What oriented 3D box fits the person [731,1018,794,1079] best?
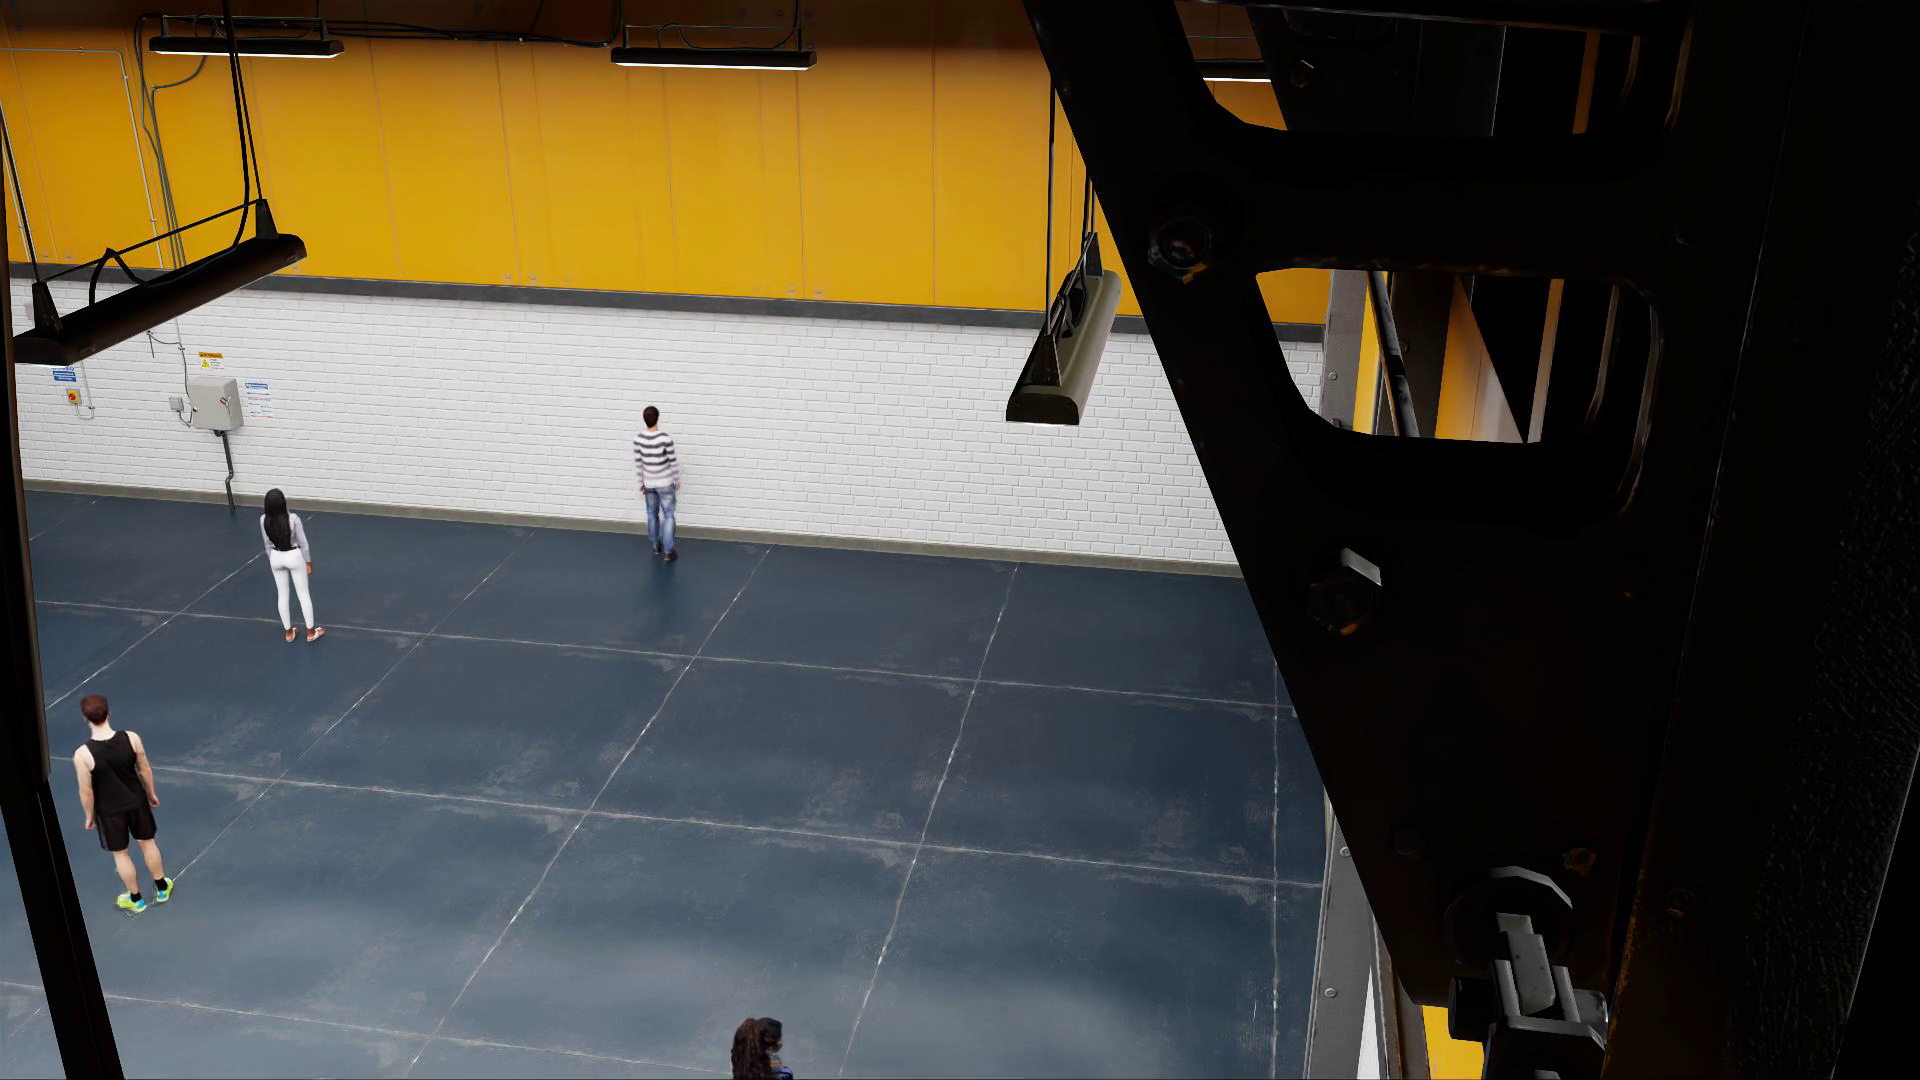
[{"bbox_3d":[-1.158,3.556,10.065,0.746,1.621,0.705,-19,30,-37],"label":"person"}]

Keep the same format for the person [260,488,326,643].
[{"bbox_3d":[-7.061,0.251,17.495,0.622,1.725,0.572,0,24,1],"label":"person"}]

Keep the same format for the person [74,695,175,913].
[{"bbox_3d":[-6.615,2.086,13.092,0.730,1.889,0.834,-17,29,-34],"label":"person"}]

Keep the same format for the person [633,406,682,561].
[{"bbox_3d":[-3.527,-0.661,19.422,0.641,1.854,0.752,4,24,8],"label":"person"}]
